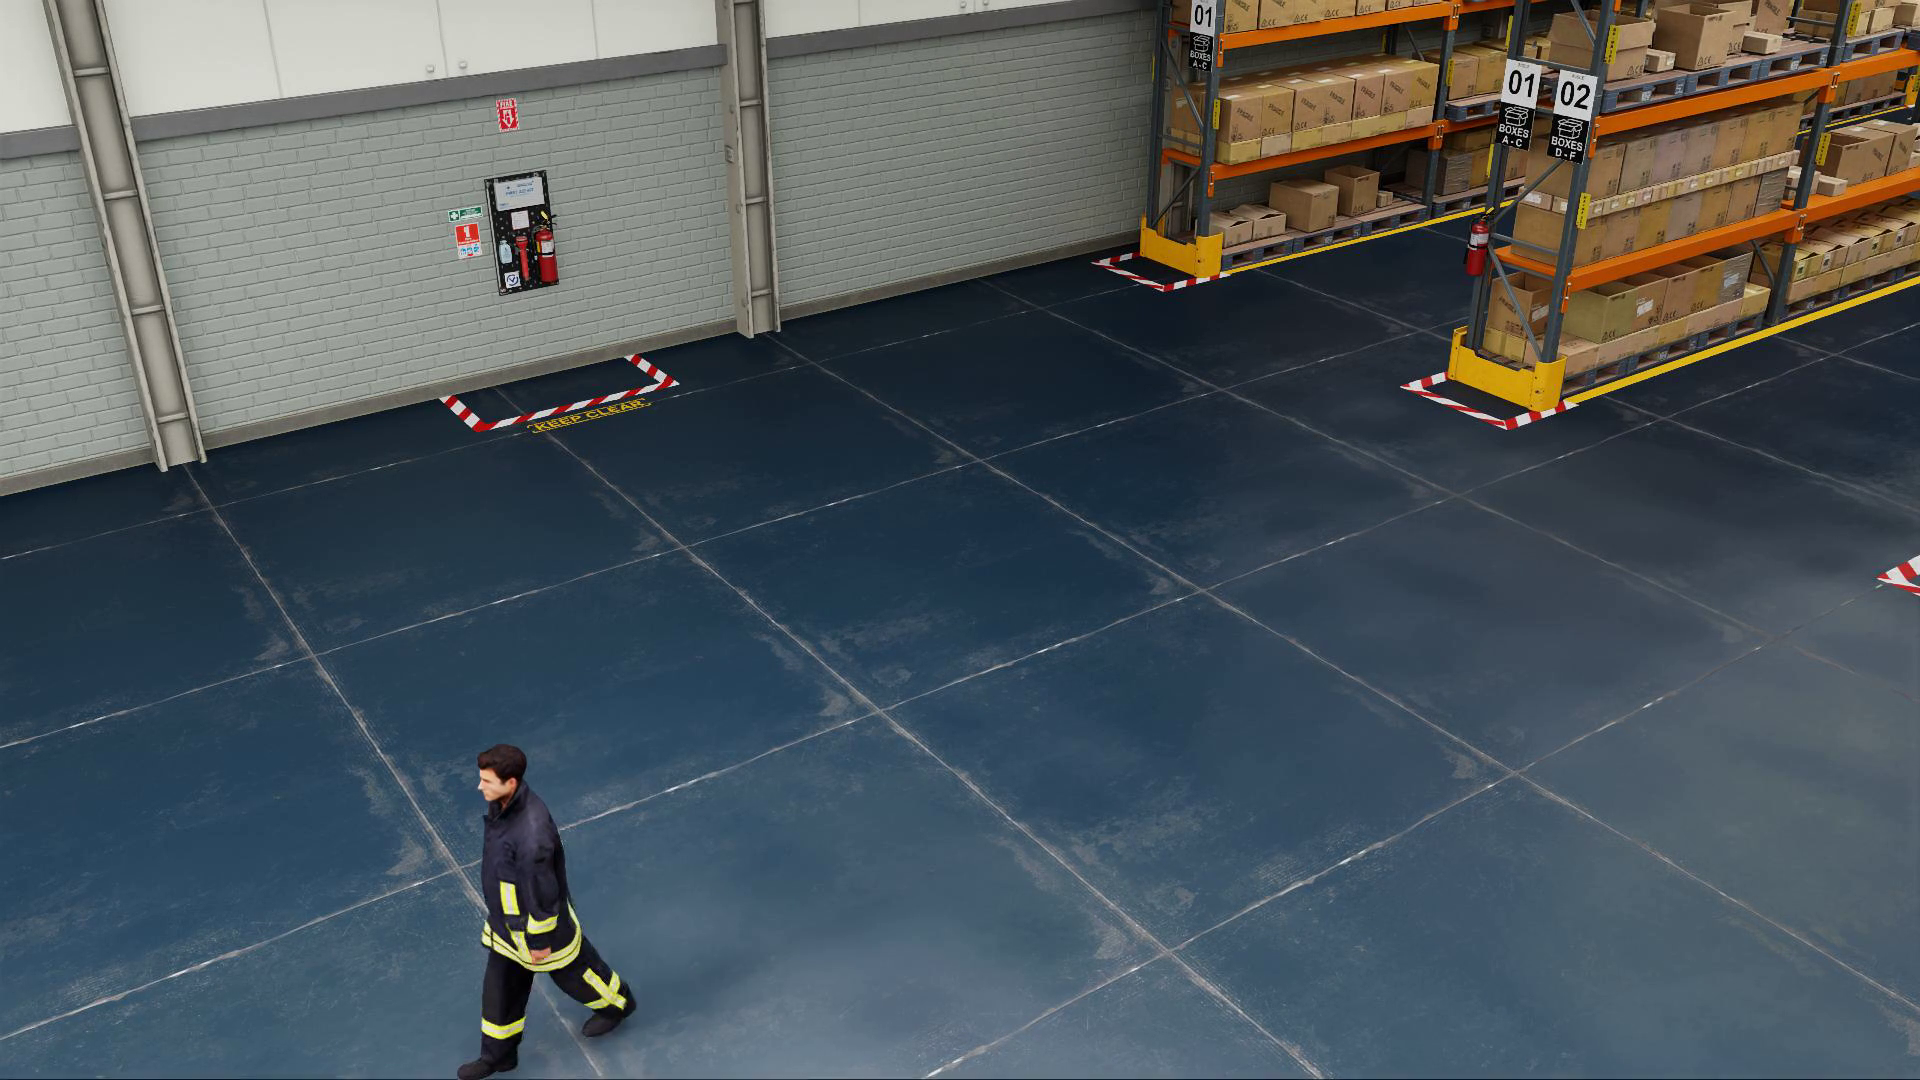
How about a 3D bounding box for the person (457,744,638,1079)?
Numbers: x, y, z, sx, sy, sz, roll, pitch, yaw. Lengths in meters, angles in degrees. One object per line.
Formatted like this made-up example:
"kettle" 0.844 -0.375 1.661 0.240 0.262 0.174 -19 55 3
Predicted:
"person" -2.026 1.806 8.227 1.182 1.888 0.816 -19 33 -33
